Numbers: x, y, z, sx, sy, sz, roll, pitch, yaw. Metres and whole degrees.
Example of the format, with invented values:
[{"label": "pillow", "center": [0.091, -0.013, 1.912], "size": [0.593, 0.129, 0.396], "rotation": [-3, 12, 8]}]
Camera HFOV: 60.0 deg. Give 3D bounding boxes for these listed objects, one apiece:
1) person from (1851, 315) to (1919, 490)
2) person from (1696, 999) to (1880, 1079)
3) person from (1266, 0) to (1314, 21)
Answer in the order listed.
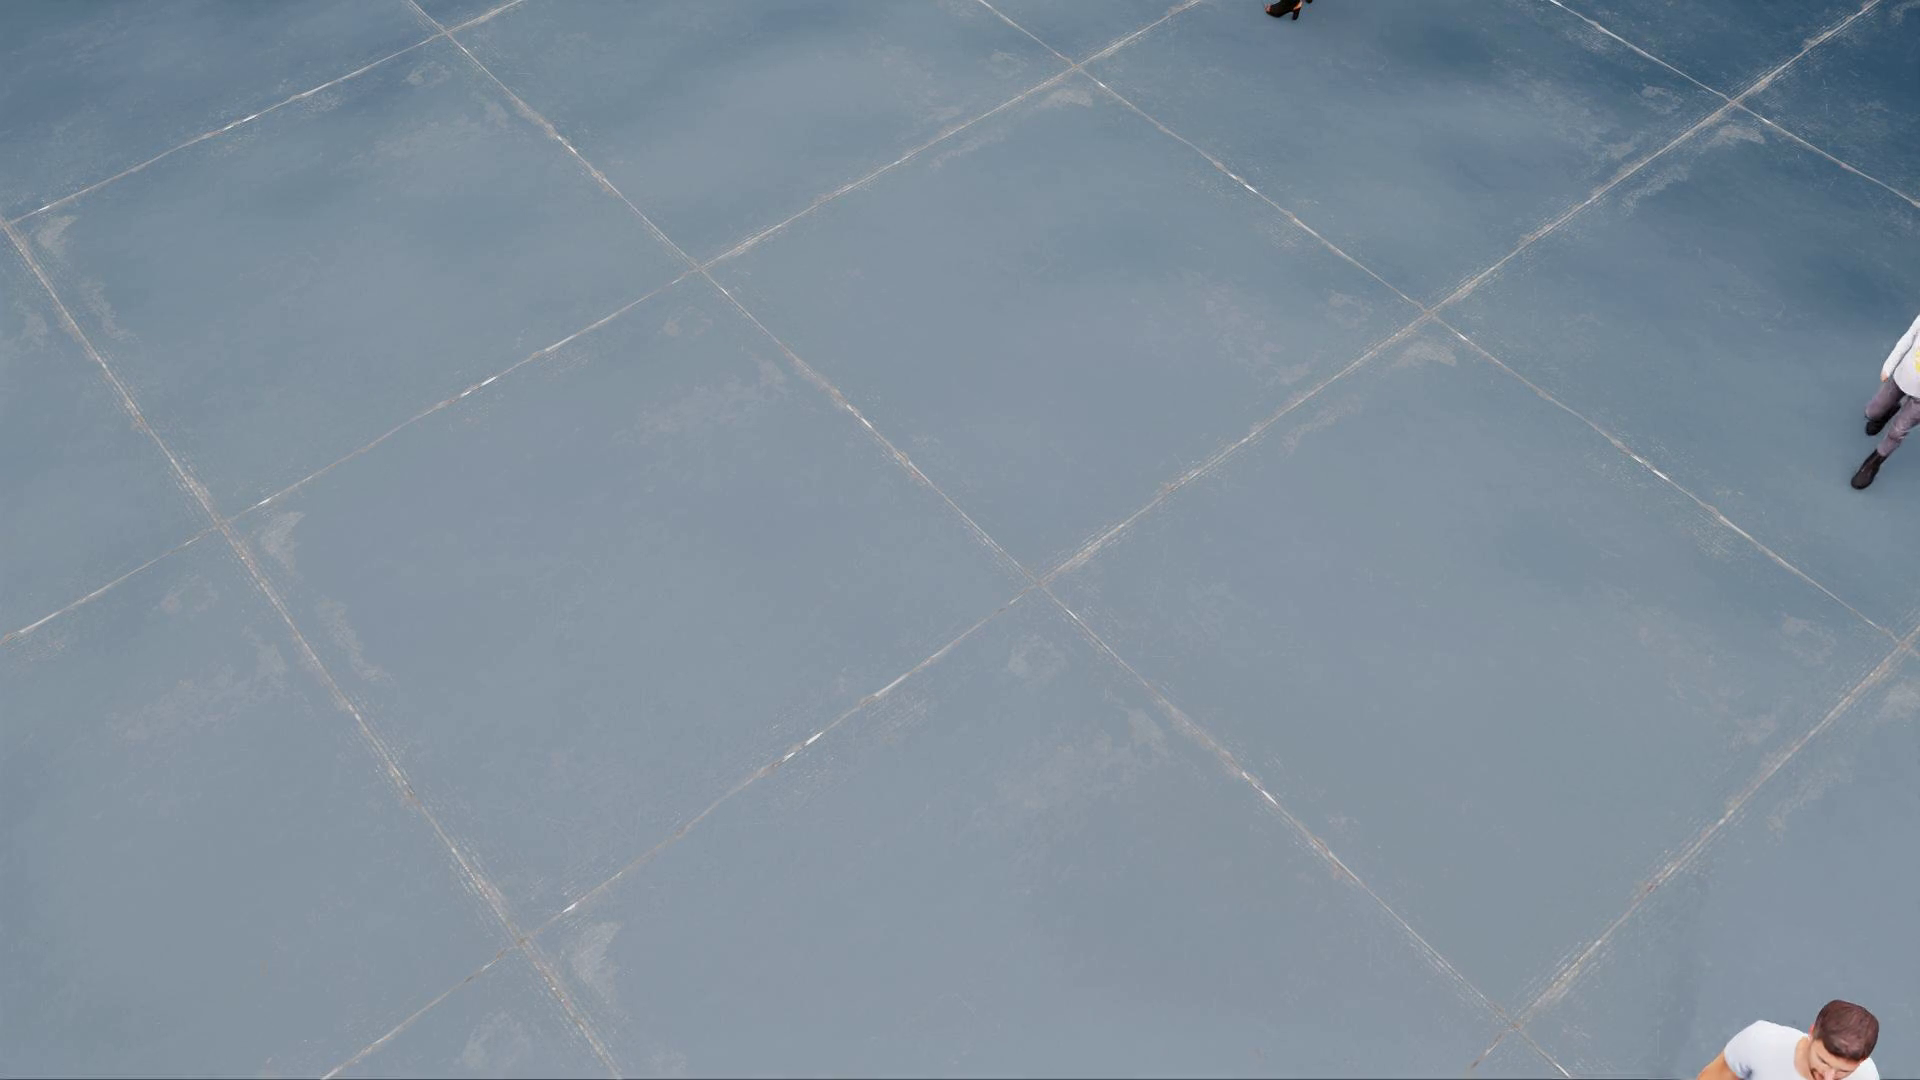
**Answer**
[{"label": "person", "center": [4.841, -0.819, 8.375], "size": [0.533, 1.267, 0.738], "rotation": [37, 61, 25]}, {"label": "person", "center": [2.779, 1.970, 5.855], "size": [0.919, 1.836, 1.111], "rotation": [20, 55, 15]}, {"label": "person", "center": [2.266, -4.210, 10.628], "size": [0.754, 1.856, 0.613], "rotation": [30, 58, 21]}]
